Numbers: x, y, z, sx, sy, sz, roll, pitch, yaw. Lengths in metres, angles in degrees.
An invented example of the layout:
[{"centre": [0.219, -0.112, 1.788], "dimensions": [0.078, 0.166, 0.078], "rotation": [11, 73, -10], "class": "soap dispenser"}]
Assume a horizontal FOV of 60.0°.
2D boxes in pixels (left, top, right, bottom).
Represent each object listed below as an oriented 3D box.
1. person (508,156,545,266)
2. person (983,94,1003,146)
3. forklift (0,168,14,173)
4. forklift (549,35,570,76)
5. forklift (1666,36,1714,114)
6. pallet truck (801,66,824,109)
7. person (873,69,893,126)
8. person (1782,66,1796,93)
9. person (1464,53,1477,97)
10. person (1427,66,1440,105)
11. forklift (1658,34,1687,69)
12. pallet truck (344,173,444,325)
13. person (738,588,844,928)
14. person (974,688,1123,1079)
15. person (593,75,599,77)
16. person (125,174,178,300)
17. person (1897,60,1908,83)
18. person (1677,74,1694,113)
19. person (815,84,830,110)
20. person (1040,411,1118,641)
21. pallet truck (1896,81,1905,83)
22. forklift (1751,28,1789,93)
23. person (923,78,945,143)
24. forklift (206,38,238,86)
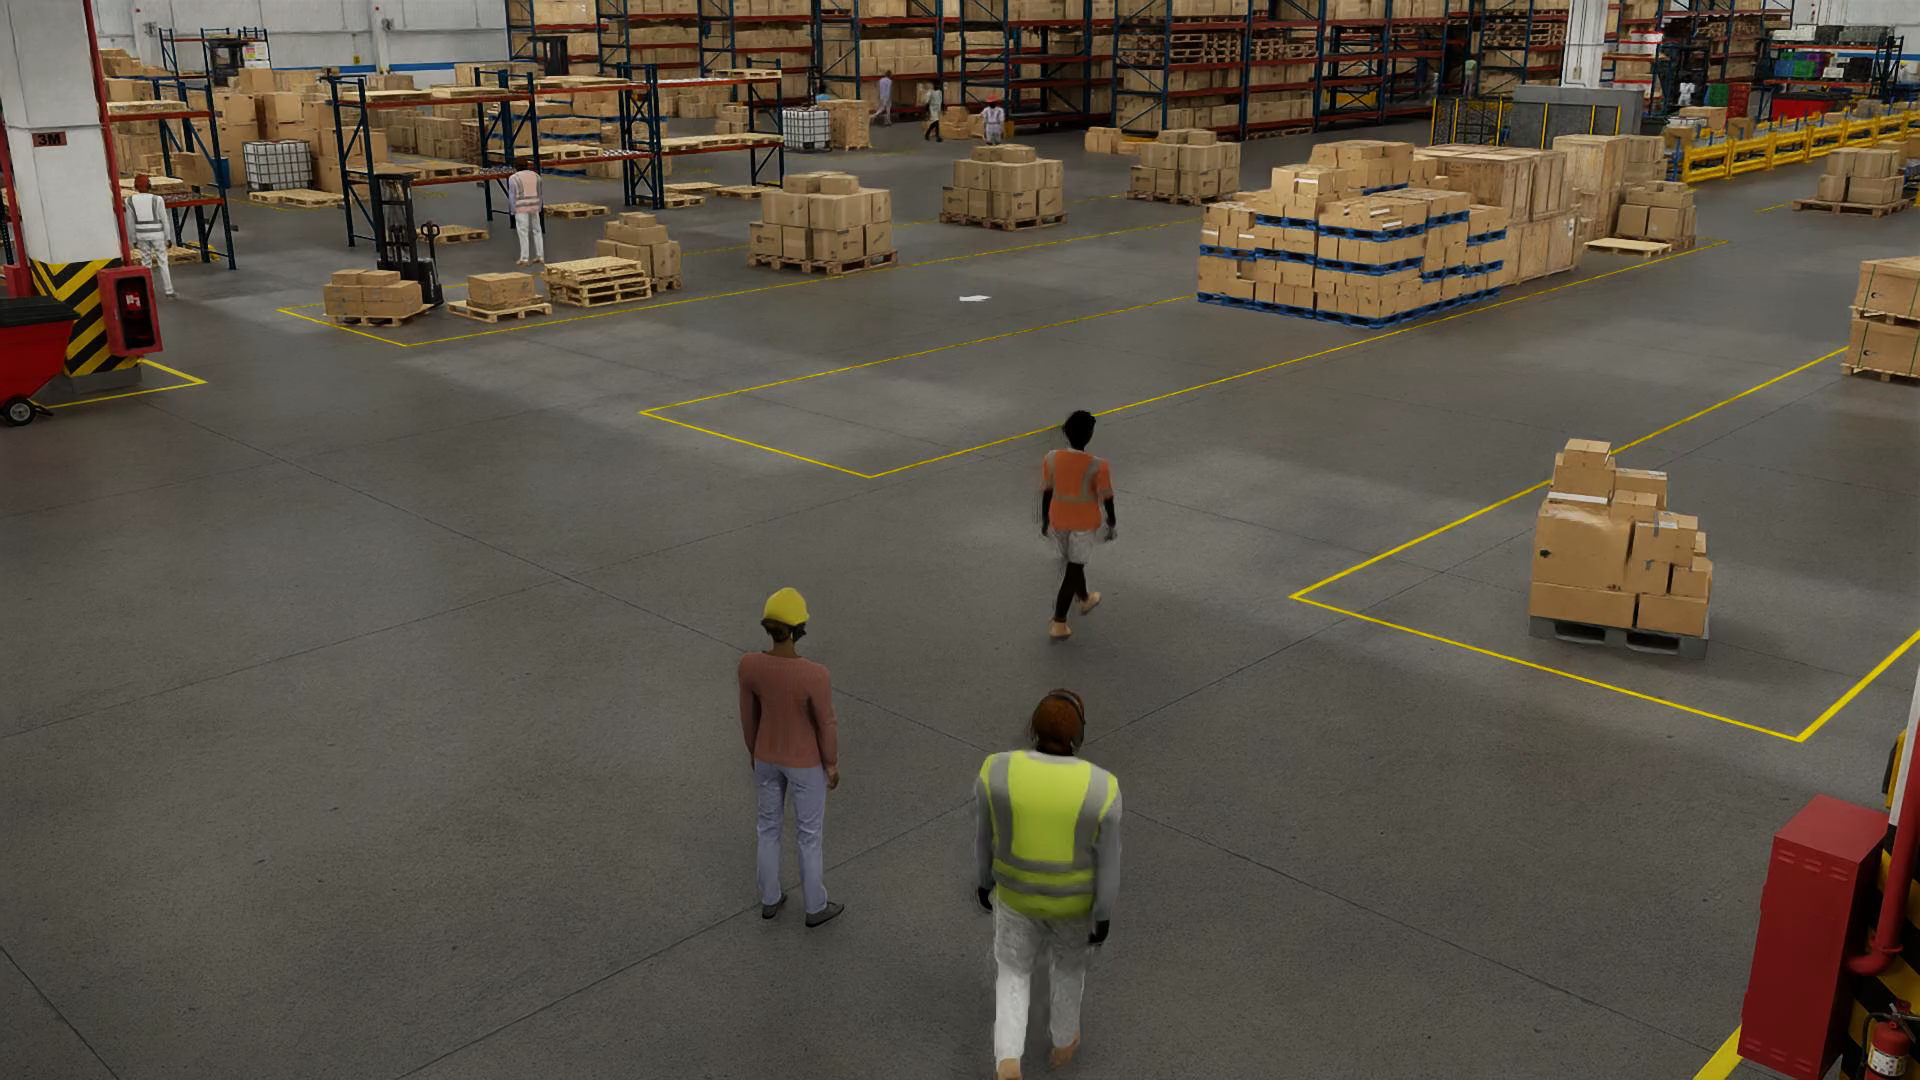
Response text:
[{"centre": [-7.374, -5.584, 28.255], "dimensions": [0.431, 1.835, 0.623], "rotation": [16, 24, 40], "class": "person"}, {"centre": [0.871, -10.740, 43.702], "dimensions": [0.563, 1.894, 0.988], "rotation": [3, 19, 8], "class": "person"}, {"centre": [-24.914, -10.604, 41.730], "dimensions": [1.129, 2.768, 1.873], "rotation": [17, 25, 41], "class": "forklift"}, {"centre": [-15.076, -17.613, 62.846], "dimensions": [1.873, 2.768, 1.129], "rotation": [4, 19, 13], "class": "forklift"}, {"centre": [27.341, -17.291, 61.877], "dimensions": [1.129, 2.768, 1.873], "rotation": [17, 25, 41], "class": "forklift"}, {"centre": [-4.812, -15.182, 56.903], "dimensions": [0.823, 1.965, 1.885], "rotation": [-9, 21, -26], "class": "pallet truck"}, {"centre": [-2.593, -15.054, 56.666], "dimensions": [0.637, 1.910, 0.647], "rotation": [-14, 23, -36], "class": "person"}, {"centre": [33.453, -18.500, 67.084], "dimensions": [0.596, 1.894, 1.035], "rotation": [11, 21, 30], "class": "person"}, {"centre": [22.108, -20.141, 72.097], "dimensions": [0.382, 1.840, 0.563], "rotation": [-13, 22, -34], "class": "person"}, {"centre": [18.800, -17.837, 65.496], "dimensions": [0.655, 1.611, 0.519], "rotation": [6, 19, 17], "class": "person"}, {"centre": [27.844, -18.435, 65.323], "dimensions": [1.129, 2.768, 1.873], "rotation": [17, 25, 41], "class": "forklift"}, {"centre": [-8.209, -4.181, 23.757], "dimensions": [0.823, 1.965, 1.885], "rotation": [3, 19, 9], "class": "pallet truck"}, {"centre": [-0.837, 1.083, 8.261], "dimensions": [0.525, 1.769, 0.308], "rotation": [7, 20, 21], "class": "person"}, {"centre": [0.354, 1.496, 6.941], "dimensions": [0.631, 1.819, 0.761], "rotation": [4, 19, 11], "class": "person"}, {"centre": [-11.707, -14.125, 53.921], "dimensions": [0.976, 1.878, 0.603], "rotation": [5, 19, 14], "class": "person"}, {"centre": [-12.184, -4.552, 25.051], "dimensions": [0.574, 1.886, 0.356], "rotation": [-3, 19, -10], "class": "person"}, {"centre": [37.379, -18.150, 66.121], "dimensions": [0.420, 1.816, 0.611], "rotation": [17, 25, 42], "class": "person"}, {"centre": [25.198, -15.346, 57.881], "dimensions": [0.656, 1.671, 0.557], "rotation": [-16, 24, -39], "class": "person"}, {"centre": [-4.249, -13.334, 51.821], "dimensions": [0.543, 1.677, 0.640], "rotation": [-13, 22, -34], "class": "person"}, {"centre": [0.867, -0.131, 12.097], "dimensions": [0.547, 1.643, 0.888], "rotation": [12, 22, 31], "class": "person"}, {"centre": [34.802, -16.331, 61.455], "dimensions": [0.653, 1.274, 1.630], "rotation": [17, 25, 41], "class": "pallet truck"}, {"centre": [36.718, -21.697, 75.151], "dimensions": [1.129, 2.768, 1.873], "rotation": [17, 25, 41], "class": "forklift"}, {"centre": [-0.806, -13.185, 51.022], "dimensions": [0.964, 1.924, 0.613], "rotation": [14, 23, 35], "class": "person"}, {"centre": [-26.343, -16.562, 59.682], "dimensions": [1.873, 2.768, 1.129], "rotation": [17, 25, 41], "class": "forklift"}]
